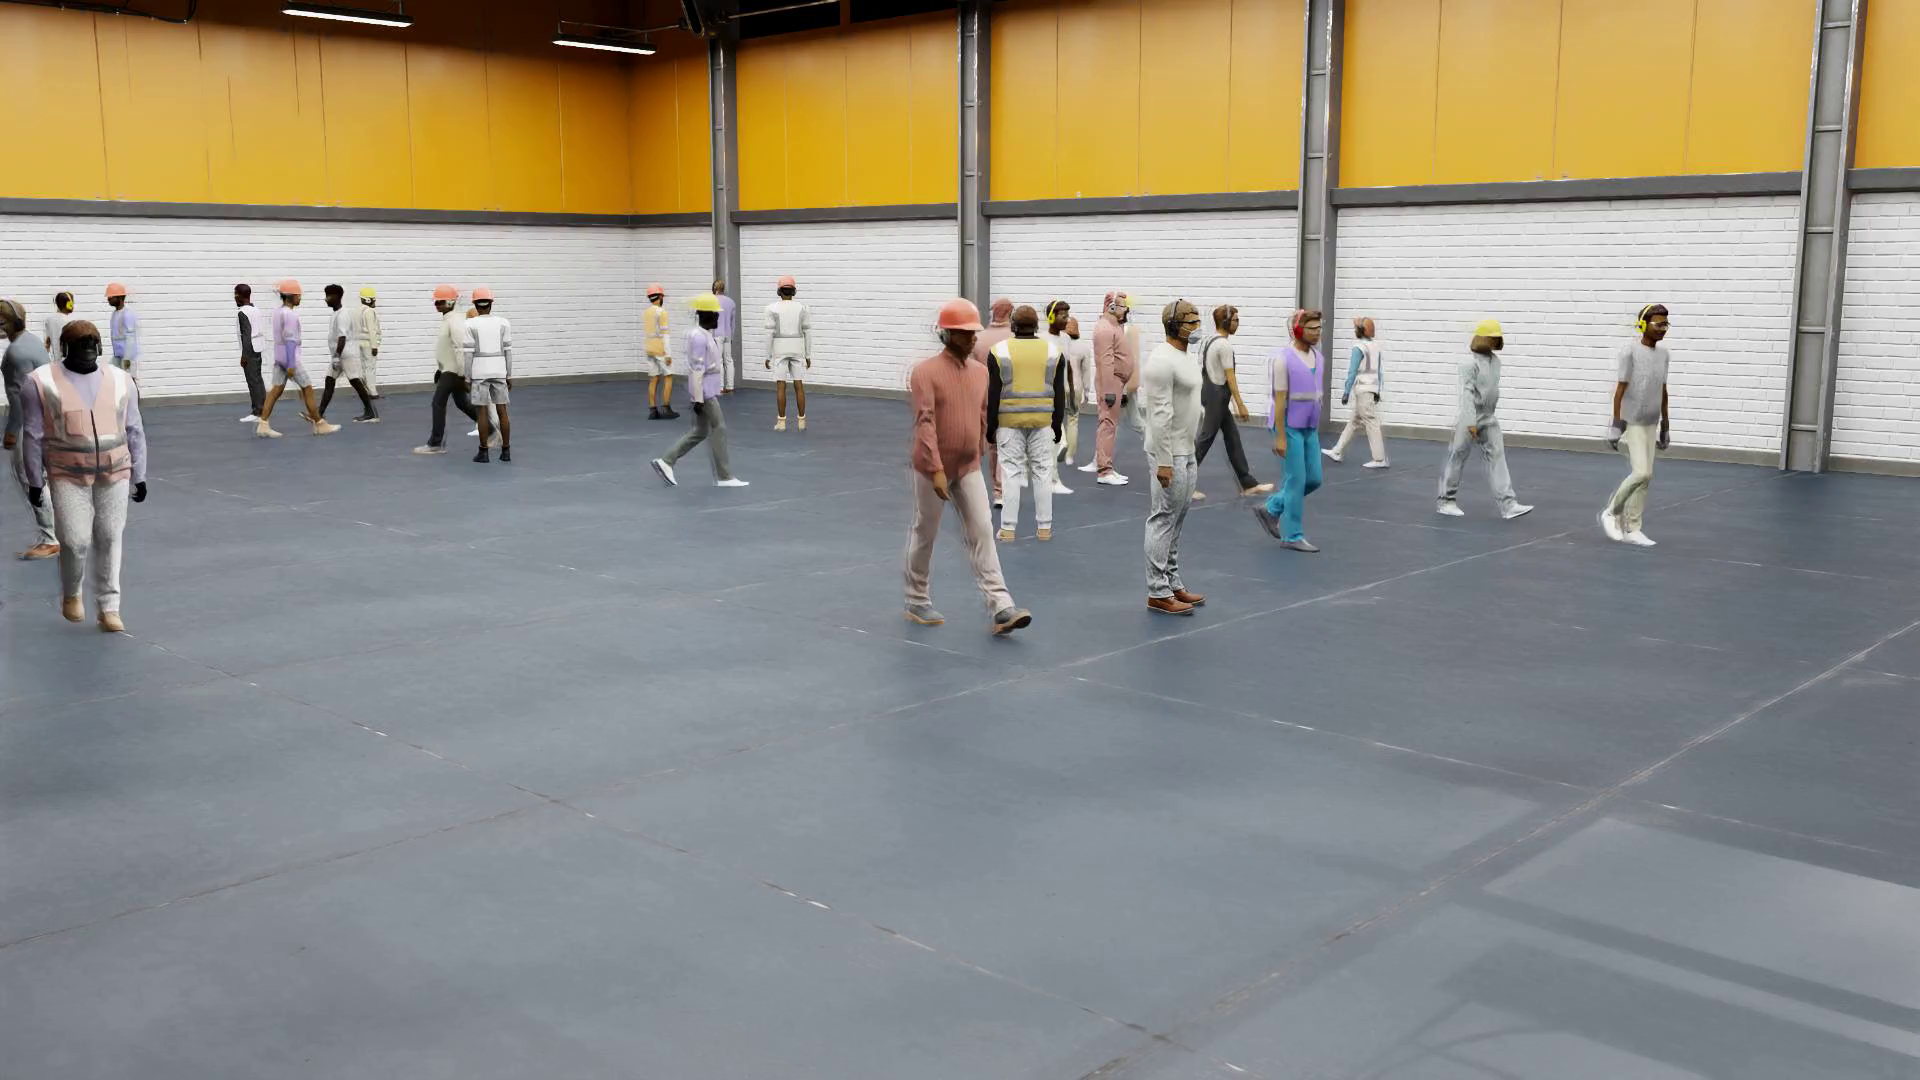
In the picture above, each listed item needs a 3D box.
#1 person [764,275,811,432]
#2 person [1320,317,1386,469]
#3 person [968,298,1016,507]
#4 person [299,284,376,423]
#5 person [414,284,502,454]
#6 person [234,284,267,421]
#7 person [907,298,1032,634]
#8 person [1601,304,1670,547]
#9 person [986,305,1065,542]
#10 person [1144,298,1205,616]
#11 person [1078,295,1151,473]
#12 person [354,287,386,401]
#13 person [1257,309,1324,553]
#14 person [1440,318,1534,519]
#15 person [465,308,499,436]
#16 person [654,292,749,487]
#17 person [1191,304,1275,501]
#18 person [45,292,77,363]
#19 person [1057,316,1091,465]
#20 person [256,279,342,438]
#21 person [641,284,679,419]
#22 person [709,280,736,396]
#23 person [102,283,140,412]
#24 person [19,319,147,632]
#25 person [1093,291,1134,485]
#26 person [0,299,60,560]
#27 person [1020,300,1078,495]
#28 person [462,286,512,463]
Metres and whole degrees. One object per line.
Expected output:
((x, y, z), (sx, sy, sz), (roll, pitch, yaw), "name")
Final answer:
((-2.253, -2.433, 21.727), (0.615, 2.038, 0.396), (-3, 10, -17), "person")
((4.239, -1.577, 17.808), (0.831, 1.591, 0.541), (7, 12, 36), "person")
((0.425, -1.245, 15.035), (0.660, 1.852, 1.010), (3, 10, 20), "person")
((-8.523, -2.539, 22.766), (0.990, 1.910, 0.628), (-6, 11, -32), "person")
((-5.806, -1.977, 19.212), (0.986, 1.955, 0.612), (-4, 10, -22), "person")
((-9.875, -2.607, 23.179), (0.372, 1.914, 0.597), (-1, 9, -7), "person")
((0.012, -0.413, 9.632), (0.611, 1.937, 1.024), (-7, 12, -36), "person")
((5.222, -0.869, 12.710), (0.563, 1.853, 0.396), (-5, 10, -27), "person")
((0.501, -0.904, 12.963), (0.637, 1.842, 0.429), (-2, 9, -10), "person")
((1.331, -0.515, 10.286), (0.372, 1.940, 0.630), (4, 10, 22), "person")
((1.746, -1.619, 17.217), (0.948, 1.892, 0.602), (4, 10, 21), "person")
((-9.506, -3.150, 26.760), (0.403, 1.832, 0.593), (-7, 12, -39), "person")
((2.496, -0.825, 12.537), (0.522, 1.830, 0.562), (9, 13, 44), "person")
((4.449, -1.012, 14.070), (0.503, 1.696, 0.895), (-6, 11, -32), "person")
((-6.122, -2.139, 21.210), (0.288, 1.626, 0.498), (5, 10, 26), "person")
((-2.534, -1.447, 16.132), (0.852, 1.902, 0.593), (-1, 9, -3), "person")
((2.405, -1.241, 15.183), (0.962, 1.798, 0.538), (0, 9, 0), "person")
((-11.426, -2.274, 21.460), (0.527, 1.809, 0.973), (3, 10, 18), "person")
((1.158, -1.597, 17.889), (0.515, 1.616, 0.419), (-1, 9, -3), "person")
((-8.411, -2.270, 20.898), (1.053, 1.990, 0.625), (-8, 12, -41), "person")
((-4.276, -2.651, 23.497), (0.589, 1.902, 0.473), (8, 12, 40), "person")
((-4.019, -3.388, 27.895), (0.353, 1.937, 0.635), (7, 11, 36), "person")
((-11.498, -2.539, 22.729), (0.569, 1.924, 0.496), (8, 12, 40), "person")
((-5.085, -0.368, 9.705), (0.651, 1.829, 0.447), (-9, 13, -43), "person")
((1.513, -1.497, 16.441), (0.406, 1.909, 0.653), (1, 9, 7), "person")
((-6.909, -0.835, 12.391), (0.386, 1.907, 0.861), (-4, 10, -22), "person")
((0.822, -1.370, 15.872), (0.781, 1.835, 0.541), (9, 13, 43), "person")
((-5.188, -1.810, 18.252), (0.542, 1.928, 0.374), (-6, 11, -32), "person")
